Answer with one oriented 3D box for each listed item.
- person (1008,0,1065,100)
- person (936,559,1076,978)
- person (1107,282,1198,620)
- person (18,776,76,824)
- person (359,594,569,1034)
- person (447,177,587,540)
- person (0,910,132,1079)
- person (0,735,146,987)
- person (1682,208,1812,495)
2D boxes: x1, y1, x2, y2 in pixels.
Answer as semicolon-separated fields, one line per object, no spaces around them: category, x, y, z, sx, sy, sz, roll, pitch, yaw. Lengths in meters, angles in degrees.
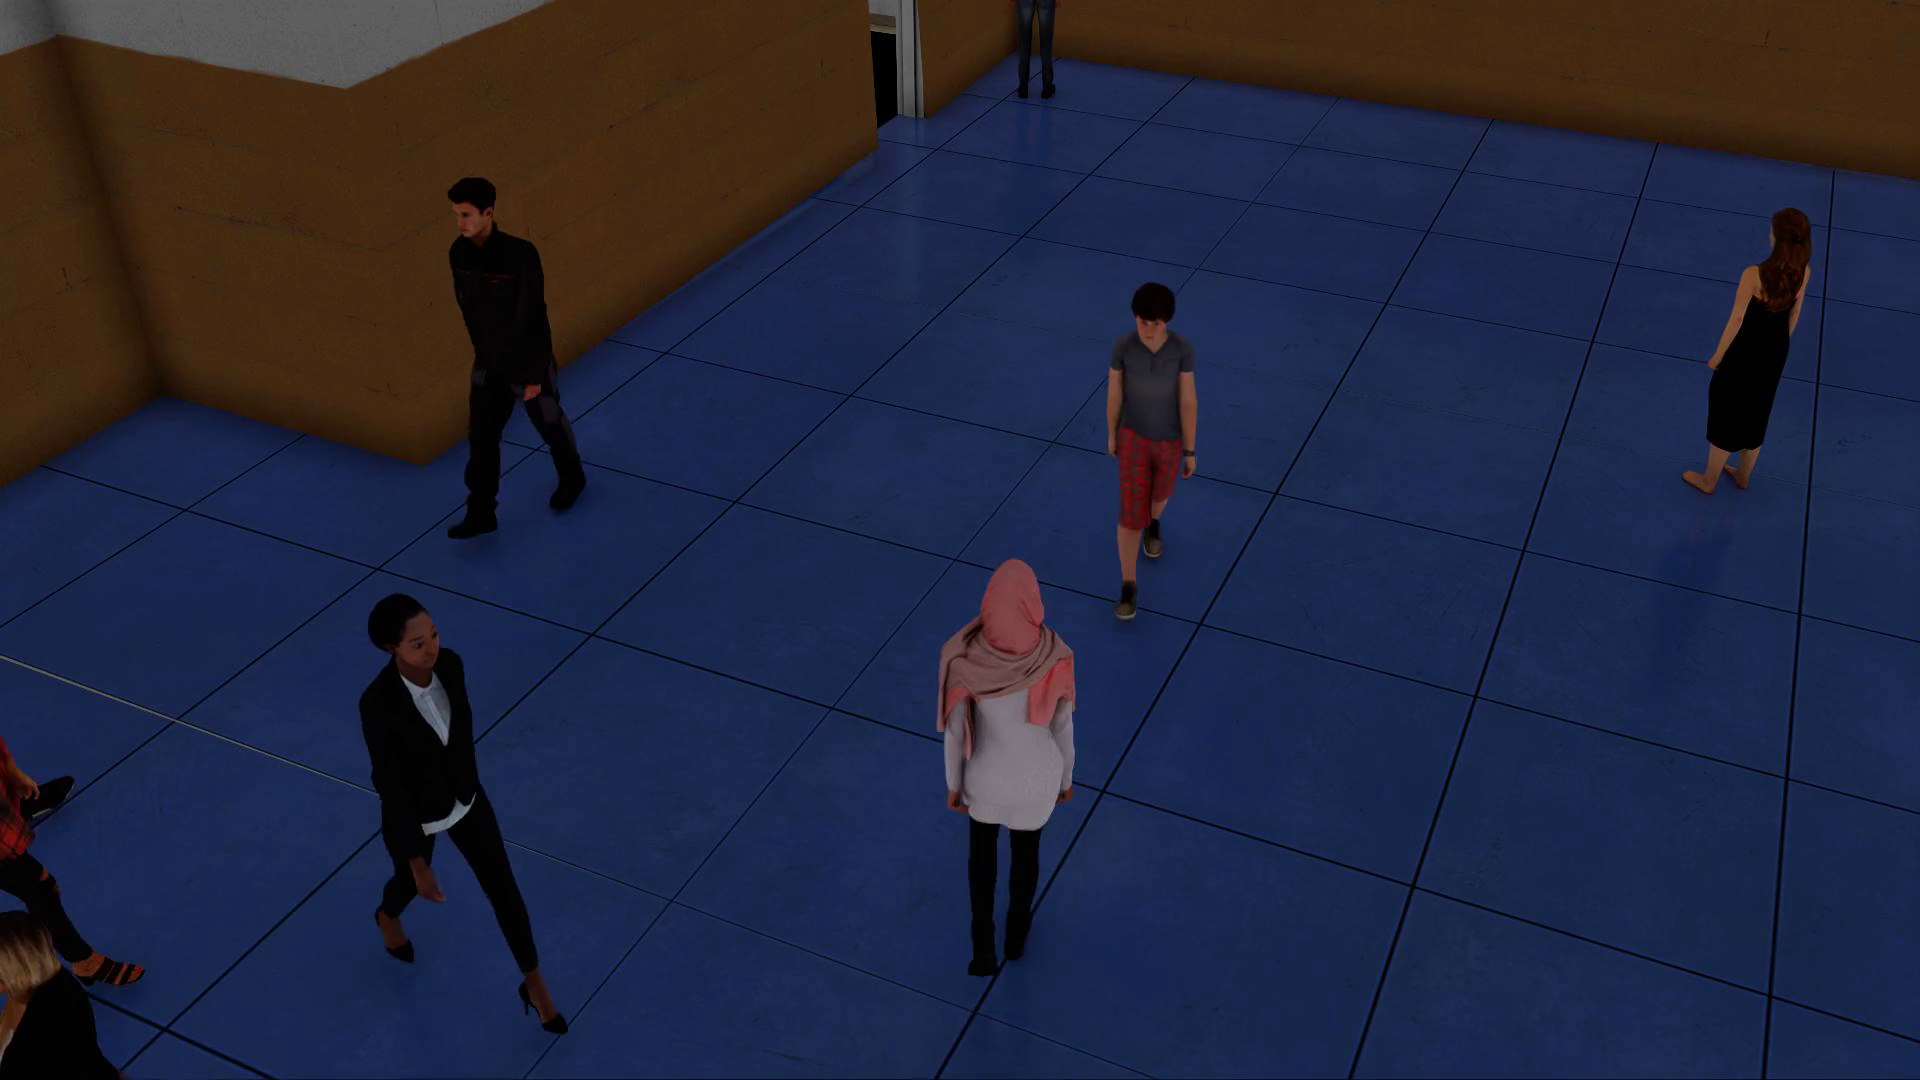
person;0.655;-4.681;14.222;0.575;1.782;0.765;4;34;6
person;0.174;0.890;5.840;0.856;1.791;0.845;3;34;5
person;0.946;-0.520;8.108;1.134;1.612;0.901;4;34;7
person;-4.237;0.535;6.335;0.961;1.834;0.861;22;40;30
person;-1.879;0.954;5.746;1.188;1.788;0.779;23;40;30
person;-2.226;-0.979;8.544;1.059;1.906;0.810;12;36;18
person;-2.347;1.680;4.790;1.048;1.637;0.930;28;43;35
person;-3.514;0.990;5.794;1.143;1.675;1.008;-7;34;-10
person;4.205;-0.981;8.801;0.661;1.626;0.736;-6;34;-9
